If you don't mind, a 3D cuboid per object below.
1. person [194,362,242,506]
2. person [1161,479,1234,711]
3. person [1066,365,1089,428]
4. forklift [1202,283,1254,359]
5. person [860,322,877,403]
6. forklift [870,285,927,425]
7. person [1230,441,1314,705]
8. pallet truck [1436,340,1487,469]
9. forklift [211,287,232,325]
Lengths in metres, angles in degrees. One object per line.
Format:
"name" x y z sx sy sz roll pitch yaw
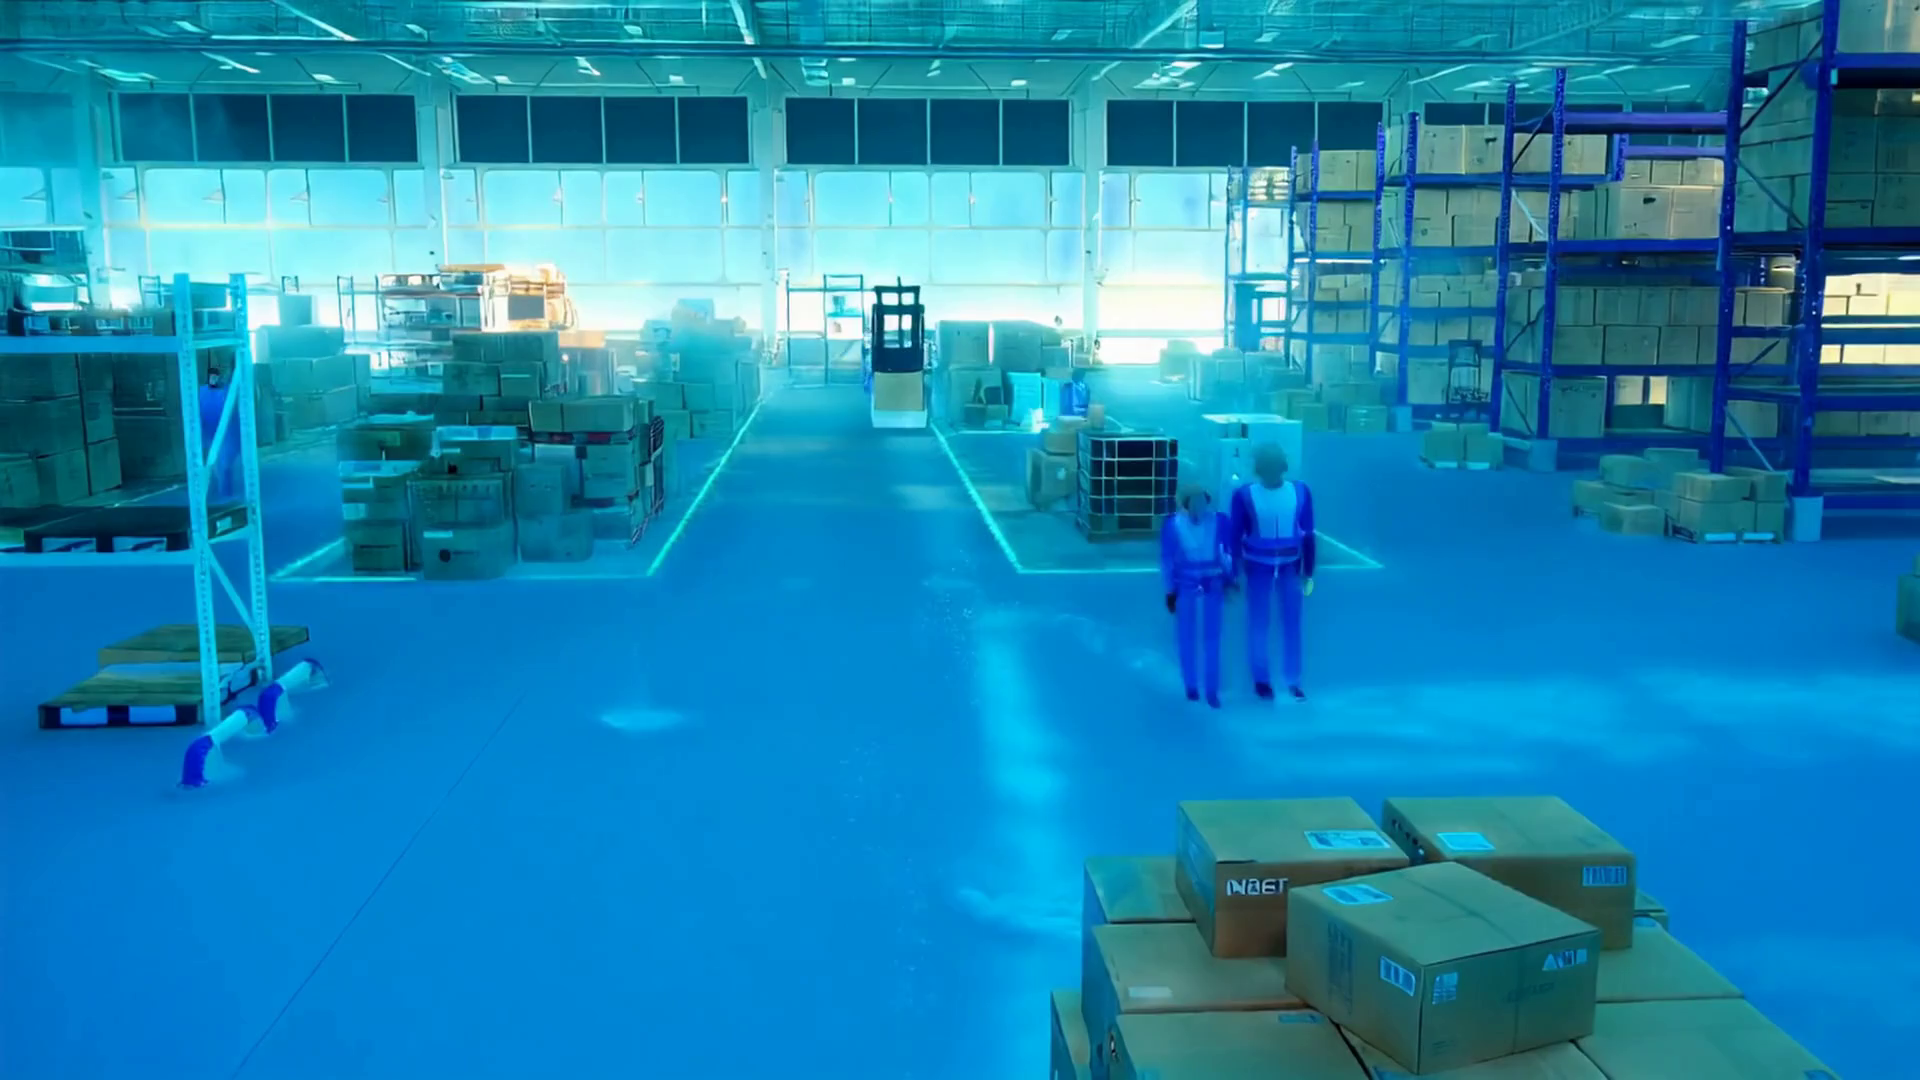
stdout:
"person" -9.396 -1.287 21.077 0.660 1.929 0.419 1 9 3
"person" 1.664 0.379 11.592 0.526 1.608 0.688 0 9 0
"person" 1.802 -1.931 26.061 0.580 1.620 0.530 9 12 43
"forklift" 7.225 -5.203 42.700 1.873 2.768 1.129 -1 9 -4
"person" -2.081 -4.209 39.454 0.582 1.921 0.398 -6 11 -32
"forklift" -1.263 -3.789 33.820 1.129 2.768 1.873 -1 9 -4
"person" 2.216 0.254 11.634 0.613 1.863 0.768 -1 9 -4
"pallet truck" 8.004 -2.170 26.422 0.823 1.965 1.885 2 9 14
"forklift" -16.813 -4.456 38.009 1.873 2.768 1.129 -5 10 -30
